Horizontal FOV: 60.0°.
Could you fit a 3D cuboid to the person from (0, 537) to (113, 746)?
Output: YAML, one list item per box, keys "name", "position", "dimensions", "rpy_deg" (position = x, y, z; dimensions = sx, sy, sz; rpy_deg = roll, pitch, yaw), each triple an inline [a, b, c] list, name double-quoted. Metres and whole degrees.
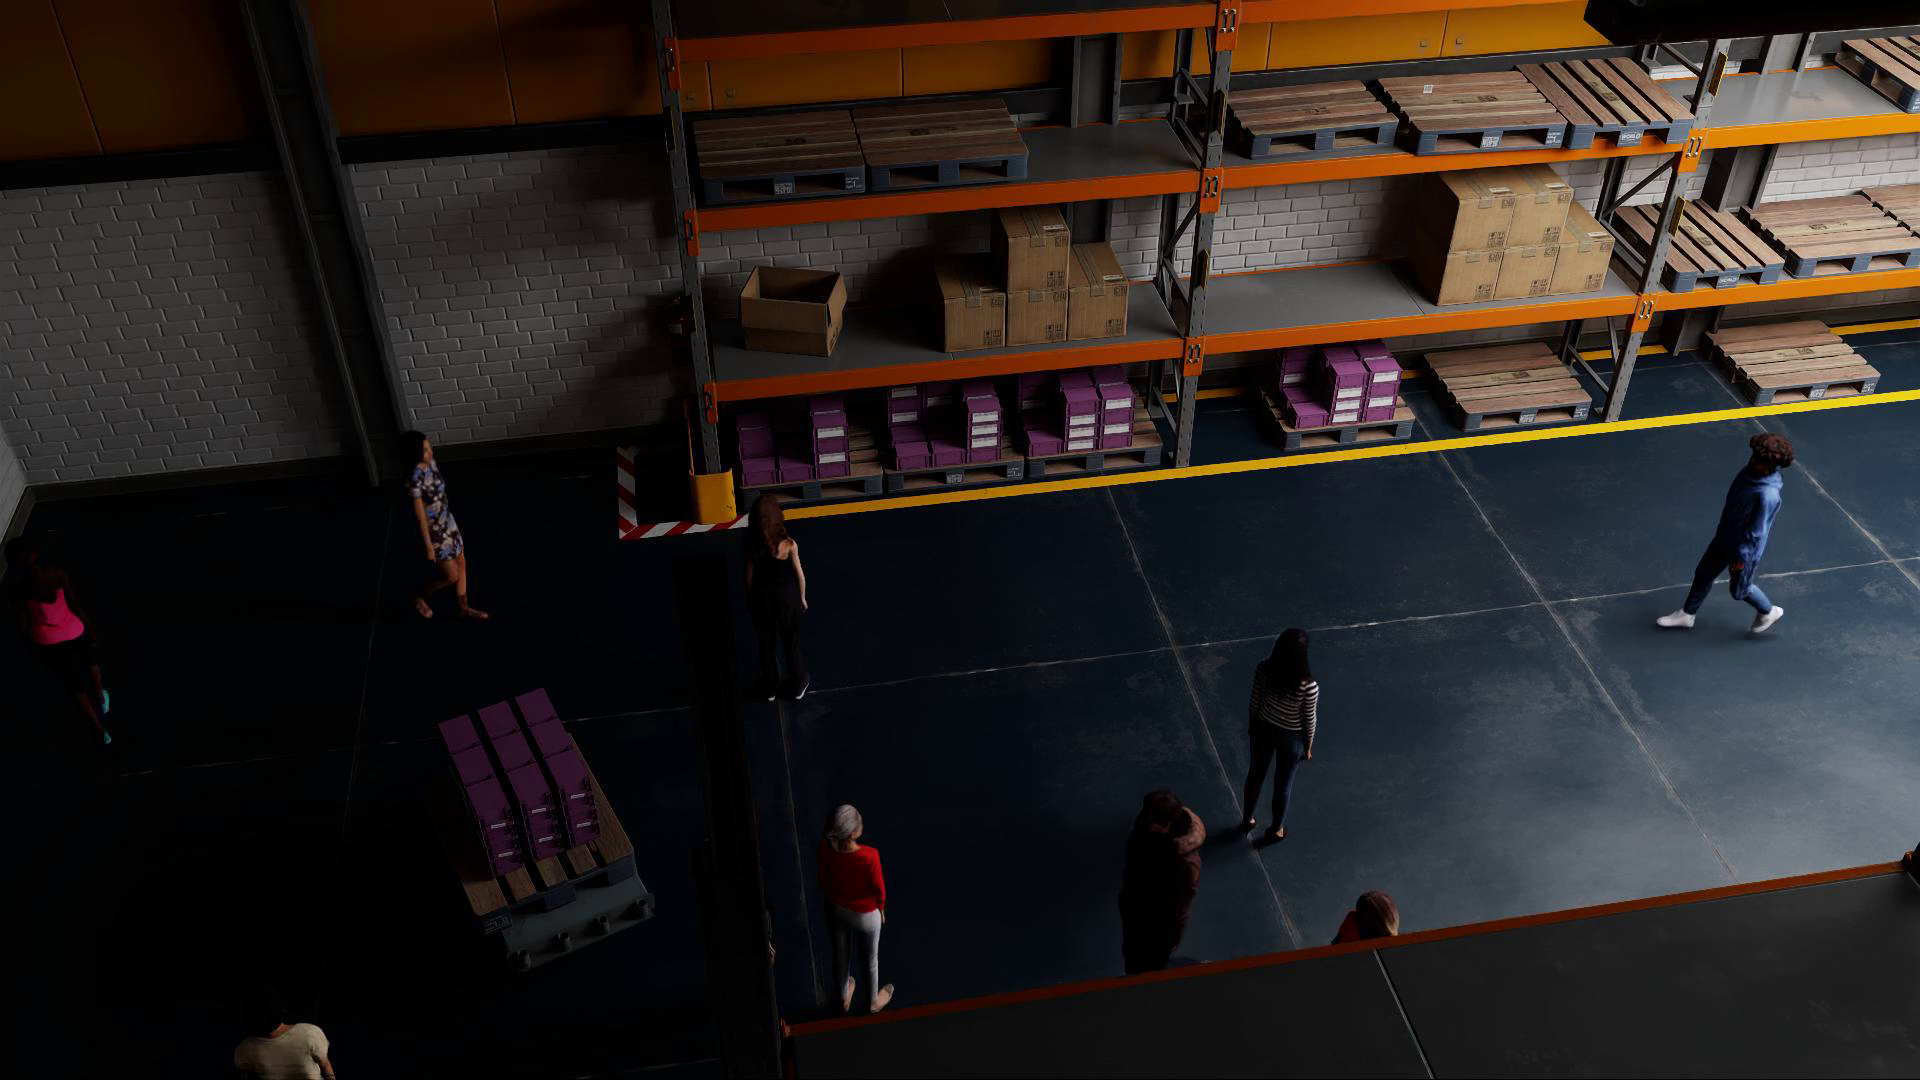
- name: "person"
  position: [-6.099, 0.728, 11.353]
  dimensions: [0.823, 1.705, 0.837]
  rpy_deg: [-28, 46, -30]

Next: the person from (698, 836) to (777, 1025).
- name: "person"
  position: [-1.217, 2.099, 9.684]
  dimensions: [0.834, 1.645, 0.877]
  rpy_deg: [20, 43, 23]

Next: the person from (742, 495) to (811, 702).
- name: "person"
  position: [-1.309, 0.420, 11.708]
  dimensions: [0.493, 1.744, 0.683]
  rpy_deg: [0, 39, -1]

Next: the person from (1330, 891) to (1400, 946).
- name: "person"
  position: [2.297, 2.504, 9.188]
  dimensions: [1.231, 1.630, 0.787]
  rpy_deg: [-16, 41, -19]

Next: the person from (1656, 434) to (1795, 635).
- name: "person"
  position: [5.801, 0.007, 12.191]
  dimensions: [1.150, 1.786, 0.805]
  rpy_deg: [0, 39, 0]

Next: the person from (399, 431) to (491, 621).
- name: "person"
  position: [-3.954, -0.075, 12.346]
  dimensions: [0.893, 1.721, 0.713]
  rpy_deg: [3, 39, 4]

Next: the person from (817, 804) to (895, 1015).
- name: "person"
  position: [-0.615, 2.143, 9.590]
  dimensions: [0.590, 1.694, 0.687]
  rpy_deg: [12, 40, 14]

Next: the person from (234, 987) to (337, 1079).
- name: "person"
  position: [-3.442, 2.935, 8.692]
  dimensions: [0.595, 1.577, 0.720]
  rpy_deg: [-15, 41, -18]

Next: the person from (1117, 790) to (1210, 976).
- name: "person"
  position: [1.183, 2.101, 9.531]
  dimensions: [1.018, 1.833, 0.888]
  rpy_deg: [-16, 41, -19]

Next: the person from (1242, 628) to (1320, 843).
- name: "person"
  position: [2.024, 1.265, 10.607]
  dimensions: [0.624, 1.797, 0.695]
  rpy_deg: [22, 43, 25]
